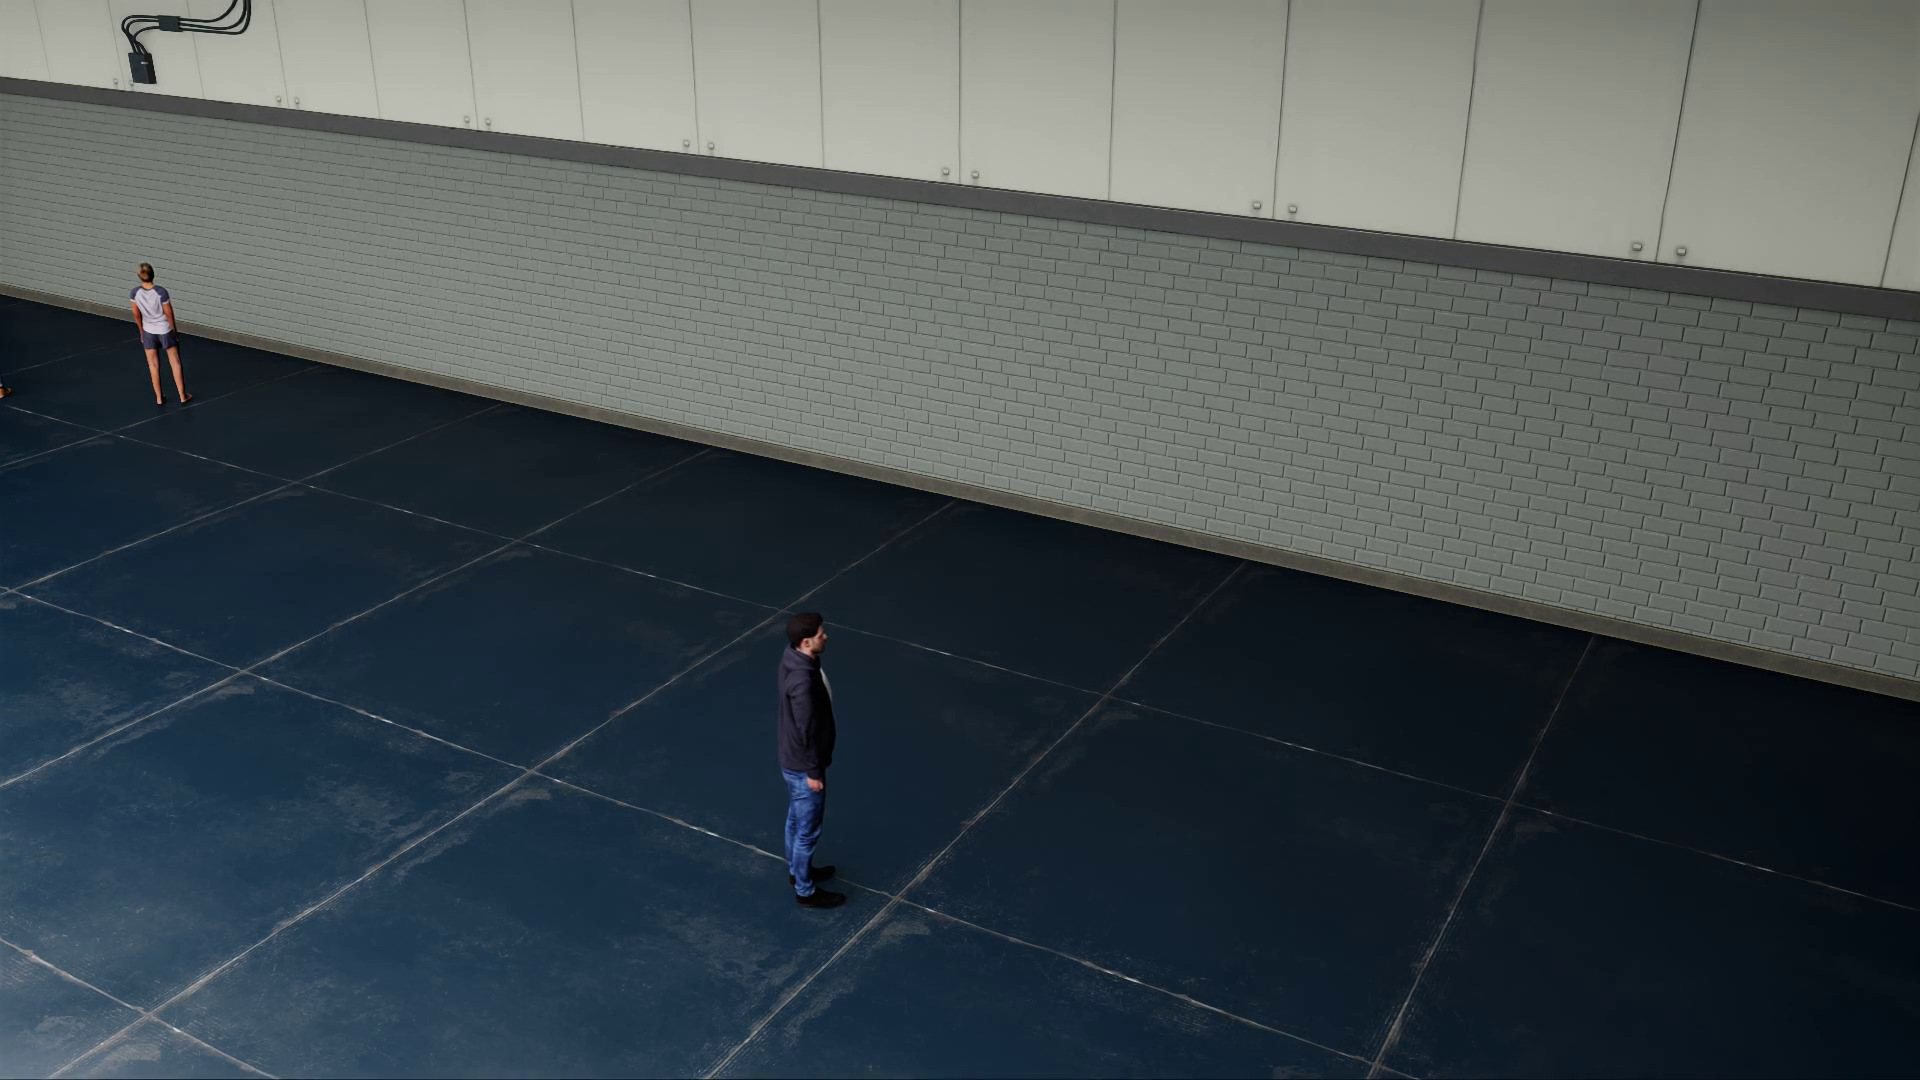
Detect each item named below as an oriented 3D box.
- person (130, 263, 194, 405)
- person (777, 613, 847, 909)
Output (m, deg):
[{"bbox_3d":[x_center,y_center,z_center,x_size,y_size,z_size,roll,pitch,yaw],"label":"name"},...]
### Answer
[{"bbox_3d":[-9.045,-2.336,18.777,0.688,1.623,0.740,-4,23,-10],"label":"person"},{"bbox_3d":[-0.936,1.295,9.893,0.814,1.894,0.747,-5,24,-12],"label":"person"}]
